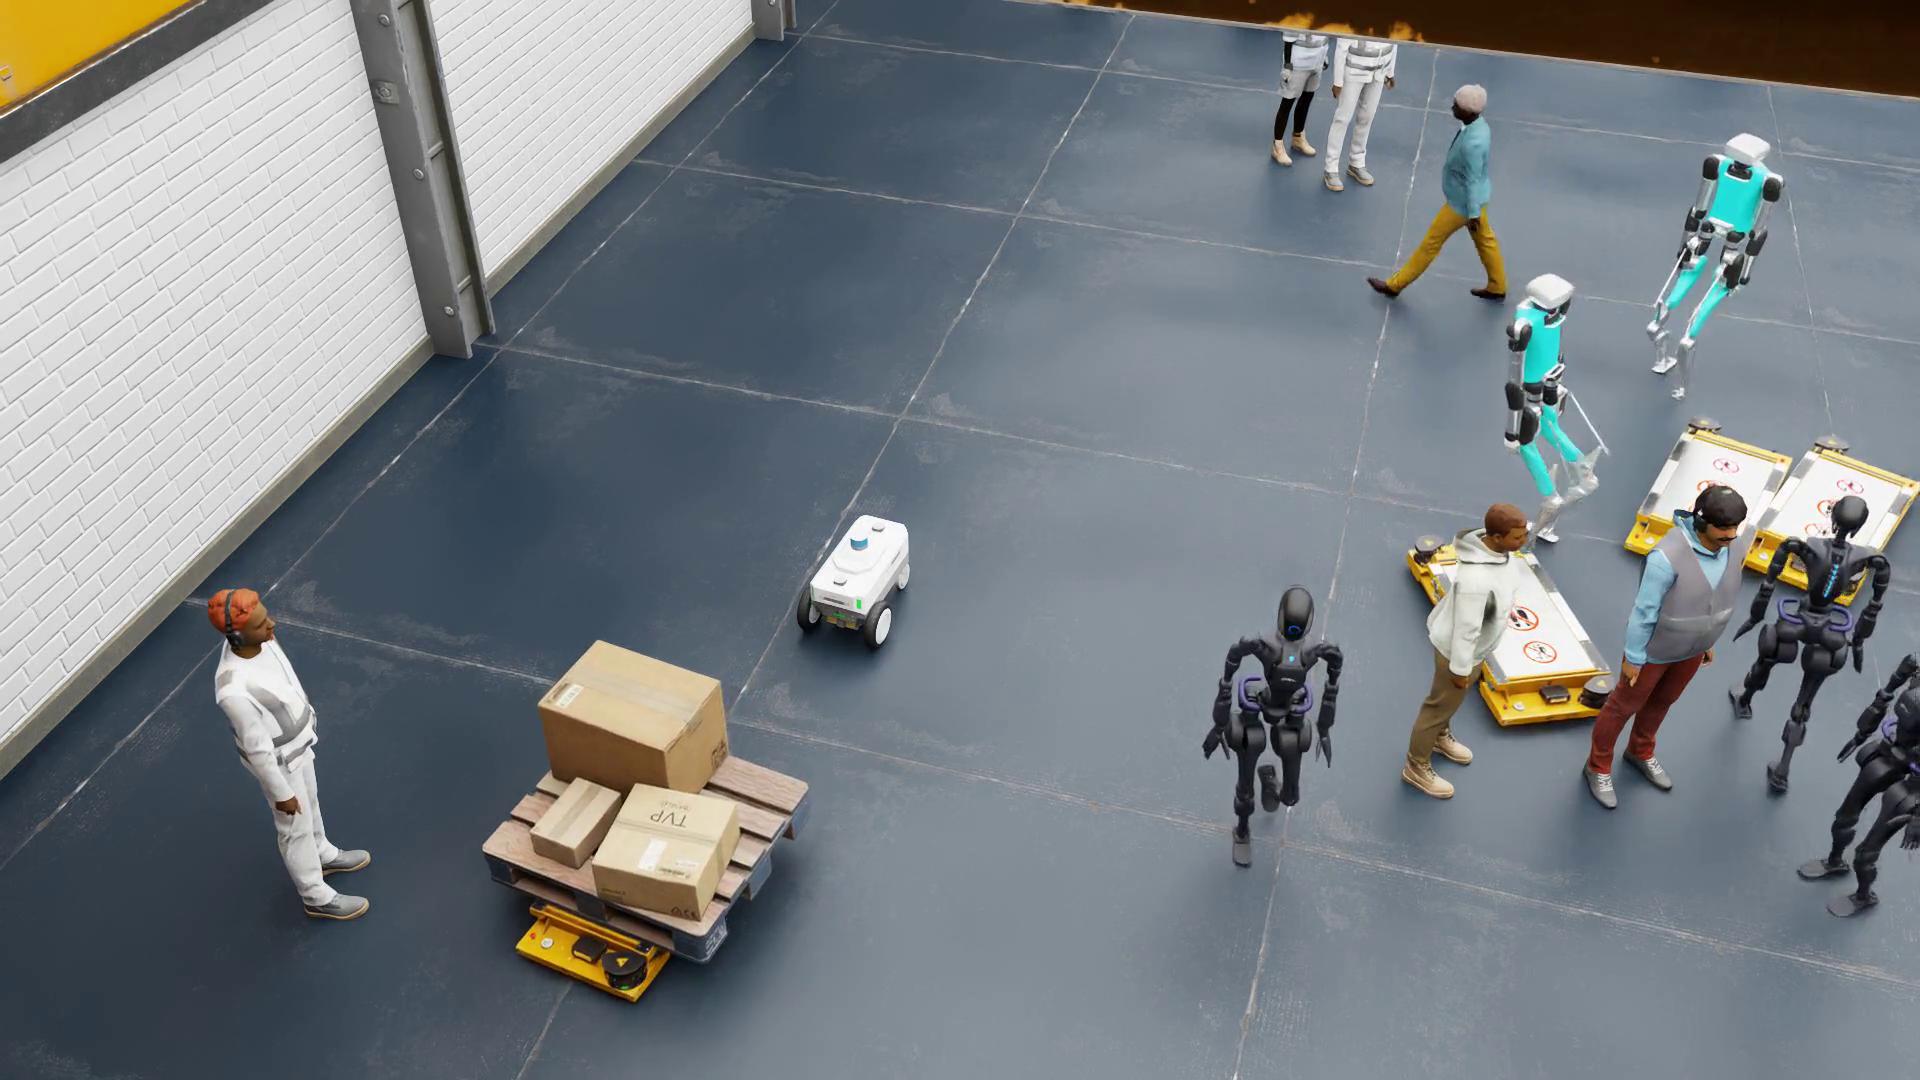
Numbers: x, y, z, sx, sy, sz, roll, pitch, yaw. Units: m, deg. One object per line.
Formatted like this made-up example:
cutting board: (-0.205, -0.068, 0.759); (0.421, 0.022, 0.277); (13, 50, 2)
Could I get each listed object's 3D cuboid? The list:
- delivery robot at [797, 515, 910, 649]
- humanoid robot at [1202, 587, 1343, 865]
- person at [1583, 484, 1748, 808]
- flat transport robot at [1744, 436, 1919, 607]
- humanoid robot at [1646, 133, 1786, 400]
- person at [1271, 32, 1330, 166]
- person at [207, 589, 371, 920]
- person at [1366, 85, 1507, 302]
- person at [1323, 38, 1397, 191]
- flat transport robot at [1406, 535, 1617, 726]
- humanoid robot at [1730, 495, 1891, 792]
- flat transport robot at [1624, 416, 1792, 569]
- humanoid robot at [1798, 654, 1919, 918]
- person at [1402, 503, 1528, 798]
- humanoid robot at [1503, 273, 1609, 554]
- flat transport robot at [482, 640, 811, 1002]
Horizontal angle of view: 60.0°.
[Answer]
delivery robot: (-0.568, 0.199, 9.522); (0.499, 0.586, 0.772); (14, 41, 17)
humanoid robot: (1.460, 0.822, 7.853); (0.609, 1.643, 0.447); (0, 39, 0)
person: (3.442, 0.496, 8.102); (0.530, 1.880, 0.410); (-13, 41, -16)
flat transport robot: (5.344, -0.138, 10.175); (0.659, 0.231, 1.431); (27, 46, 30)
humanoid robot: (4.897, -1.759, 11.029); (0.686, 1.808, 0.540); (-28, 47, -30)
person: (2.863, -3.960, 13.787); (0.541, 1.697, 0.316); (-26, 45, -28)
person: (-3.045, 0.964, 7.519); (0.356, 1.882, 0.571); (-7, 39, -9)
person: (3.576, -2.452, 11.924); (1.031, 1.679, 0.560); (14, 41, 16)
person: (3.251, -3.741, 13.370); (0.583, 1.881, 0.337); (-15, 41, -17)
flat transport robot: (3.103, 0.470, 9.419); (0.659, 0.231, 1.431); (-5, 39, -7)
humanoid robot: (4.261, 0.449, 8.362); (0.604, 1.617, 0.799); (13, 41, 16)
flat transport robot: (4.675, -0.264, 10.333); (0.659, 0.231, 1.431); (23, 44, 25)
humanoid robot: (4.260, 1.054, 7.560); (0.333, 1.644, 0.596); (-7, 39, -9)
person: (2.466, 0.511, 8.181); (0.370, 1.759, 0.515); (18, 42, 21)
humanoid robot: (3.462, -0.610, 9.665); (0.778, 1.865, 0.543); (31, 48, 33)
flat transport robot: (-1.465, 1.548, 8.079); (0.659, 0.231, 1.431); (16, 42, 19)
